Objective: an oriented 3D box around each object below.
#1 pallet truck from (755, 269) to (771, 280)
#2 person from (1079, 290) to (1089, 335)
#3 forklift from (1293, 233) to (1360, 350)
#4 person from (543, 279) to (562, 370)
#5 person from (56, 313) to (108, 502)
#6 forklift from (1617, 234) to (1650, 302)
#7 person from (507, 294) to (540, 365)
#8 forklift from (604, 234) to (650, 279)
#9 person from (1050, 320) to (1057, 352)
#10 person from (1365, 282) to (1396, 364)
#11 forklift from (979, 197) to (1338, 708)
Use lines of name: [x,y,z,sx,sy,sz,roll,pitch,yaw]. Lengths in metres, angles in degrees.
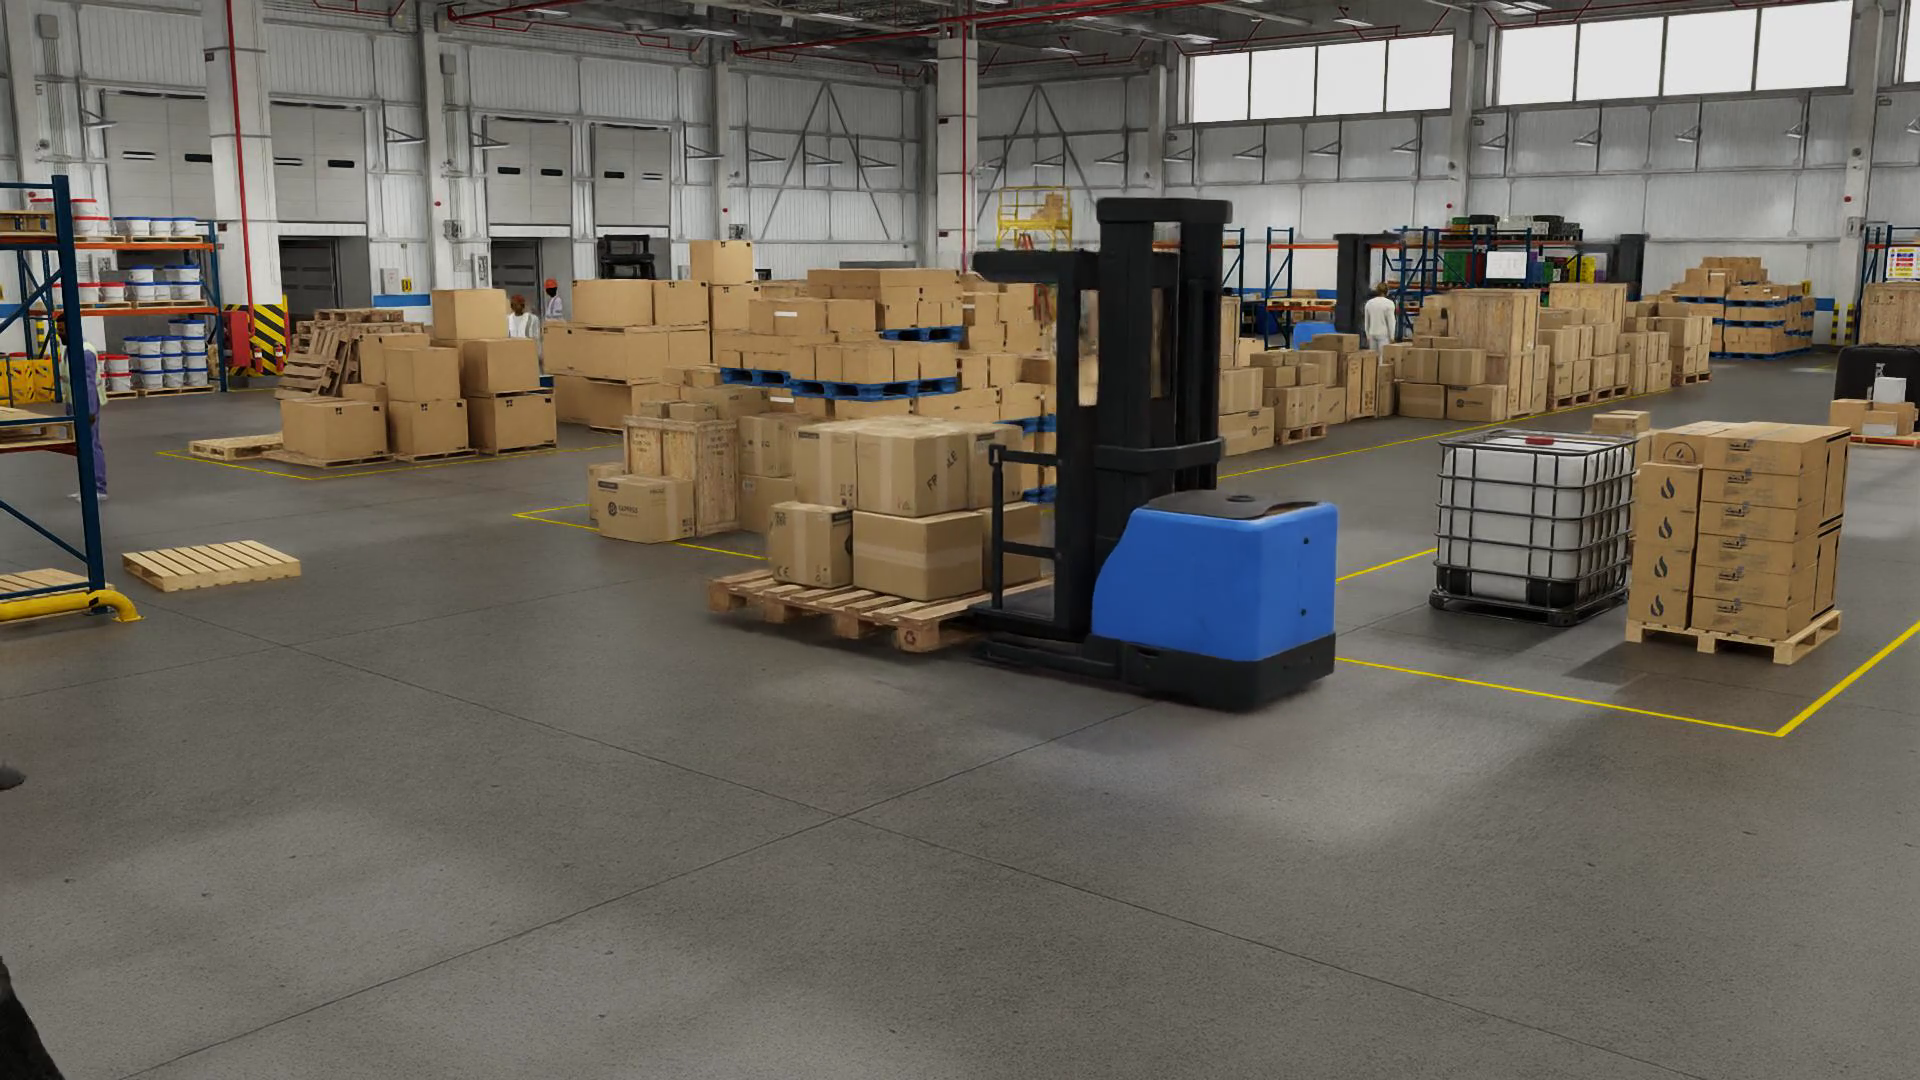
pallet truck: [-4.996,-6.432,45.525,1.885,1.965,0.823,-6,12,-32]
person: [3.645,-6.955,48.716,0.646,1.919,0.667,-4,11,-20]
forklift: [7.565,-4.611,32.646,1.873,2.768,1.129,4,11,21]
person: [-8.134,-4.251,33.272,0.352,1.940,0.545,-6,12,-32]
person: [-8.878,-1.345,16.830,0.593,1.909,0.409,9,13,41]
forklift: [13.630,-4.820,33.837,1.873,2.768,1.129,7,12,34]
person: [-6.804,-2.907,25.911,0.587,1.852,0.924,2,10,9]
forklift: [-6.924,-4.988,34.790,1.129,2.768,1.873,-2,10,-11]
person: [1.683,-3.145,27.967,0.855,1.598,0.525,-9,13,-41]
person: [7.538,-3.645,29.825,0.371,1.940,0.627,-8,13,-38]
forklift: [1.191,-0.591,9.755,1.873,2.768,1.129,8,13,40]
